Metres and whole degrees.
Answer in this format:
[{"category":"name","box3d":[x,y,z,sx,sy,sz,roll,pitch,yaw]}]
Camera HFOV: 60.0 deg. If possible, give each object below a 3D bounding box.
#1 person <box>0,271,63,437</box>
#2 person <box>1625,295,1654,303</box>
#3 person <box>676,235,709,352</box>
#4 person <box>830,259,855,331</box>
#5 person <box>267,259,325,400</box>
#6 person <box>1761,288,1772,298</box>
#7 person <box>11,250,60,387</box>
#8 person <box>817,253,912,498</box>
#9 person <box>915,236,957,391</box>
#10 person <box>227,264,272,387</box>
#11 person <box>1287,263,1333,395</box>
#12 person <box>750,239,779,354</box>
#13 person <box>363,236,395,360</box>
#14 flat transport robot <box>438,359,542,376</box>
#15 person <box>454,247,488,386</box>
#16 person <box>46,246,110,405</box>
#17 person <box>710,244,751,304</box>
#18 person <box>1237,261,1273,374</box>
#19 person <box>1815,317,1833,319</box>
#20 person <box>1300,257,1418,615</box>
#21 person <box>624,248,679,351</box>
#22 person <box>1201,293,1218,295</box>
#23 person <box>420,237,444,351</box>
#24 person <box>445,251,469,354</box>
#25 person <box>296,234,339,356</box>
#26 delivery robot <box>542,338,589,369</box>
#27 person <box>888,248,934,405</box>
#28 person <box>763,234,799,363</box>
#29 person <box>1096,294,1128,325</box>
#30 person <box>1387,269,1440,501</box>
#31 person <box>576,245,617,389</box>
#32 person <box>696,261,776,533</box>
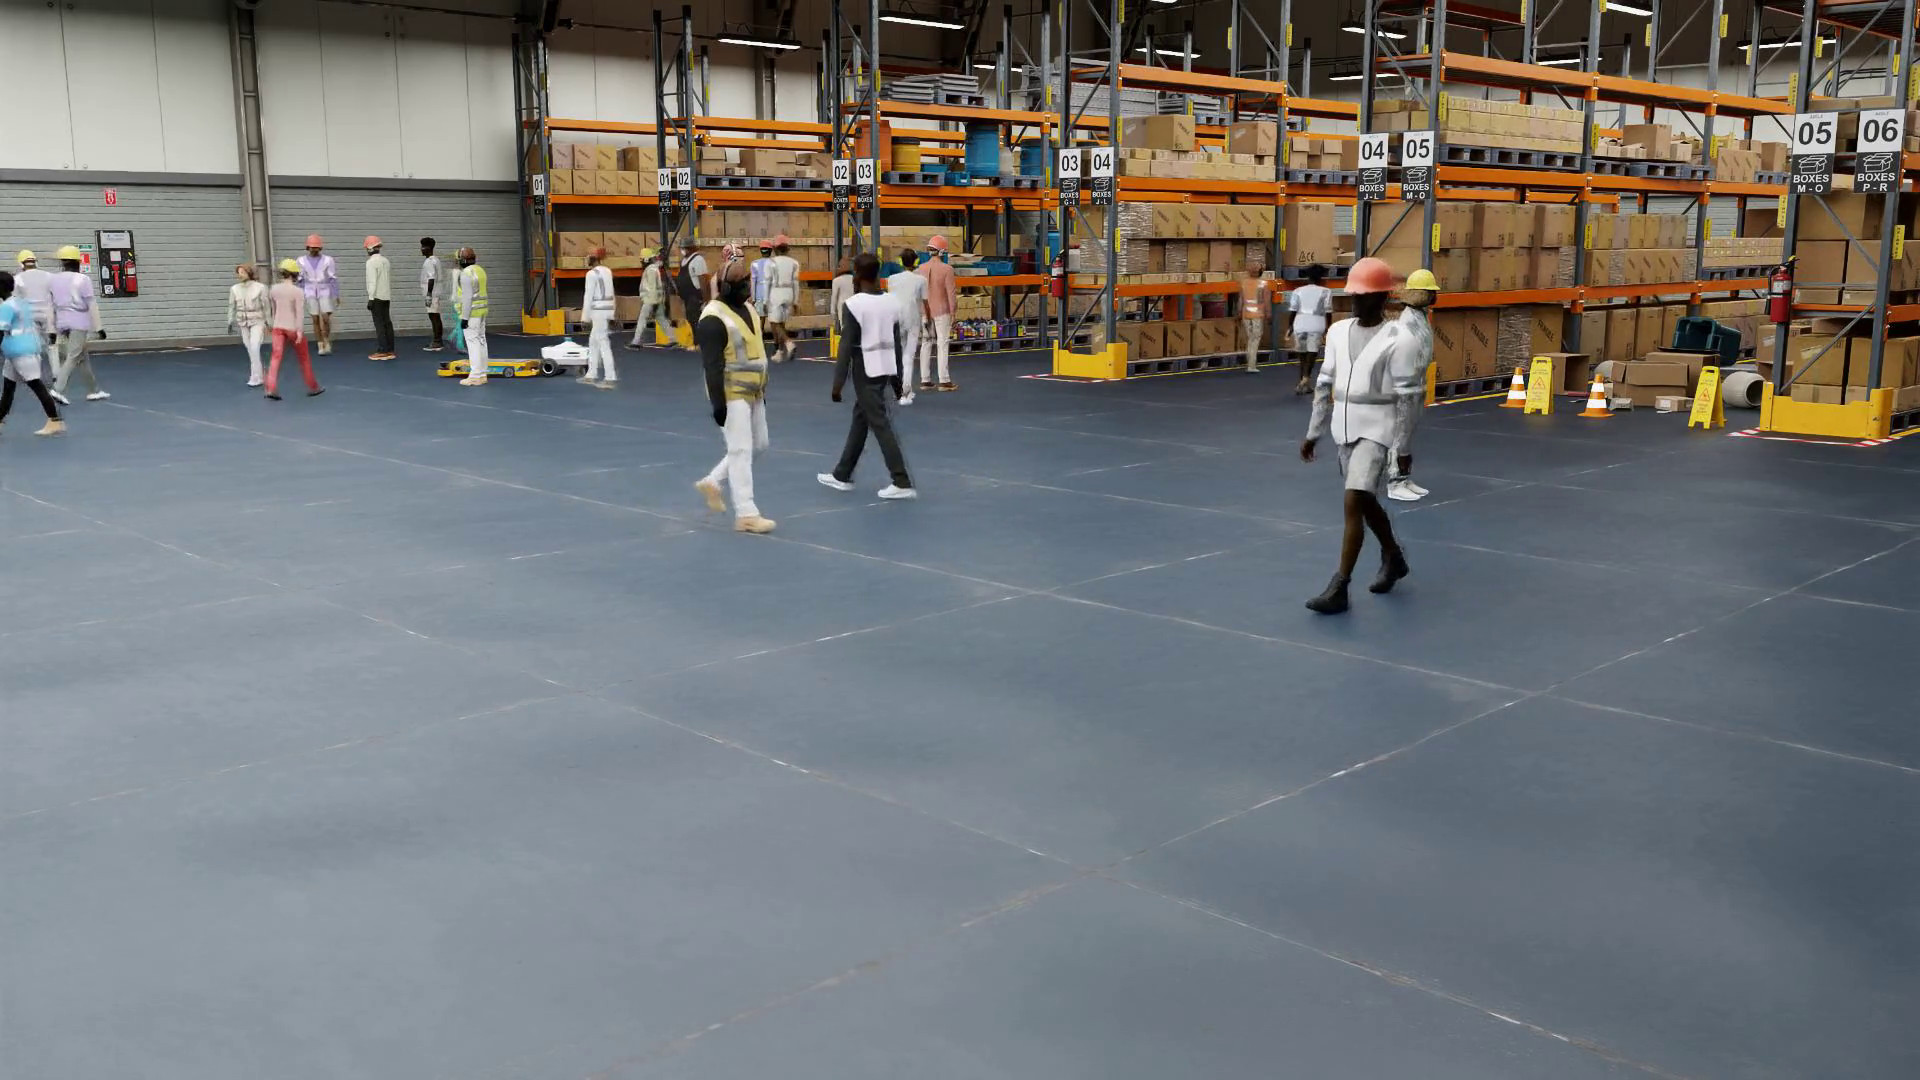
[{"category":"person","box3d":[-9.417,-1.837,16.480,0.872,1.636,0.554,-4,11,-20]},{"category":"person","box3d":[12.028,-4.322,29.361,0.681,1.904,0.596,-7,13,-34]},{"category":"person","box3d":[-4.632,-4.256,28.754,0.546,2.000,0.696,-6,12,-29]},{"category":"person","box3d":[-1.859,-3.688,26.684,0.536,1.615,0.559,-8,13,-36]},{"category":"person","box3d":[-8.295,-2.604,20.553,0.524,1.712,0.958,2,11,12]},{"category":"person","box3d":[15.912,-4.856,32.393,0.433,1.862,0.663,-4,11,-20]},{"category":"person","box3d":[-12.368,-2.968,22.275,0.619,1.809,0.442,-8,13,-38]},{"category":"person","box3d":[-0.736,-1.274,12.852,0.993,1.863,0.609,7,13,34]},{"category":"person","box3d":[-0.301,-2.947,21.624,0.623,1.992,0.396,6,12,31]},{"category":"person","box3d":[-9.419,-2.821,21.953,0.550,1.609,0.718,2,10,8]},{"category":"person","box3d":[4.368,-2.639,20.861,0.561,1.658,0.780,6,12,31]},{"category":"person","box3d":[-3.264,-4.113,28.166,0.543,1.928,0.373,0,10,0]},{"category":"person","box3d":[-9.435,-3.922,26.945,0.398,1.989,0.621,1,10,8]},{"category":"flat transport robot","box3d":[-6.700,-2.485,23.926,1.431,0.197,0.652,1,10,4]},{"category":"person","box3d":[-6.590,-3.013,22.416,0.430,1.840,0.619,1,10,5]},{"category":"person","box3d":[-10.665,-2.582,19.965,0.586,1.886,0.984,3,11,17]},{"category":"person","box3d":[-2.491,-2.312,18.404,0.409,1.908,0.647,-7,12,-33]},{"category":"person","box3d":[4.340,-3.246,24.280,0.543,1.616,0.538,-10,15,-44]},{"category":"person","box3d":[14.227,-3.866,27.192,0.598,1.787,0.914,9,14,41]},{"category":"person","box3d":[2.236,-0.592,9.083,0.991,1.896,0.558,-8,13,-36]},{"category":"person","box3d":[-5.409,-4.226,29.217,0.946,1.776,0.601,0,10,0]},{"category":"person","box3d":[5.657,-5.871,38.087,0.929,1.808,0.586,-8,13,-36]},{"category":"person","box3d":[-9.245,-4.304,29.100,0.361,1.964,0.613,-1,10,-6]},{"category":"person","box3d":[-8.489,-4.043,28.253,0.412,1.744,0.548,-3,11,-14]},{"category":"person","box3d":[-10.701,-4.066,27.681,0.662,2.001,0.685,-3,11,-16]},{"category":"delivery robot","box3d":[-5.613,-2.662,23.857,0.707,0.478,0.477,1,10,4]},{"category":"person","box3d":[-0.576,-2.555,19.877,0.555,1.840,0.813,3,11,18]},{"category":"person","box3d":[-2.775,-3.772,26.064,0.617,2.020,0.788,-8,13,-37]},{"category":"person","box3d":[2.557,-4.087,27.997,0.635,1.936,0.356,8,13,38]},{"category":"person","box3d":[3.480,-1.187,12.709,0.312,1.743,0.493,6,12,28]},{"category":"person","box3d":[-4.869,-2.933,21.905,0.775,1.859,0.606,3,11,13]},{"category":"person","box3d":[-1.548,-0.987,11.388,0.638,1.828,0.669,3,11,18]}]
